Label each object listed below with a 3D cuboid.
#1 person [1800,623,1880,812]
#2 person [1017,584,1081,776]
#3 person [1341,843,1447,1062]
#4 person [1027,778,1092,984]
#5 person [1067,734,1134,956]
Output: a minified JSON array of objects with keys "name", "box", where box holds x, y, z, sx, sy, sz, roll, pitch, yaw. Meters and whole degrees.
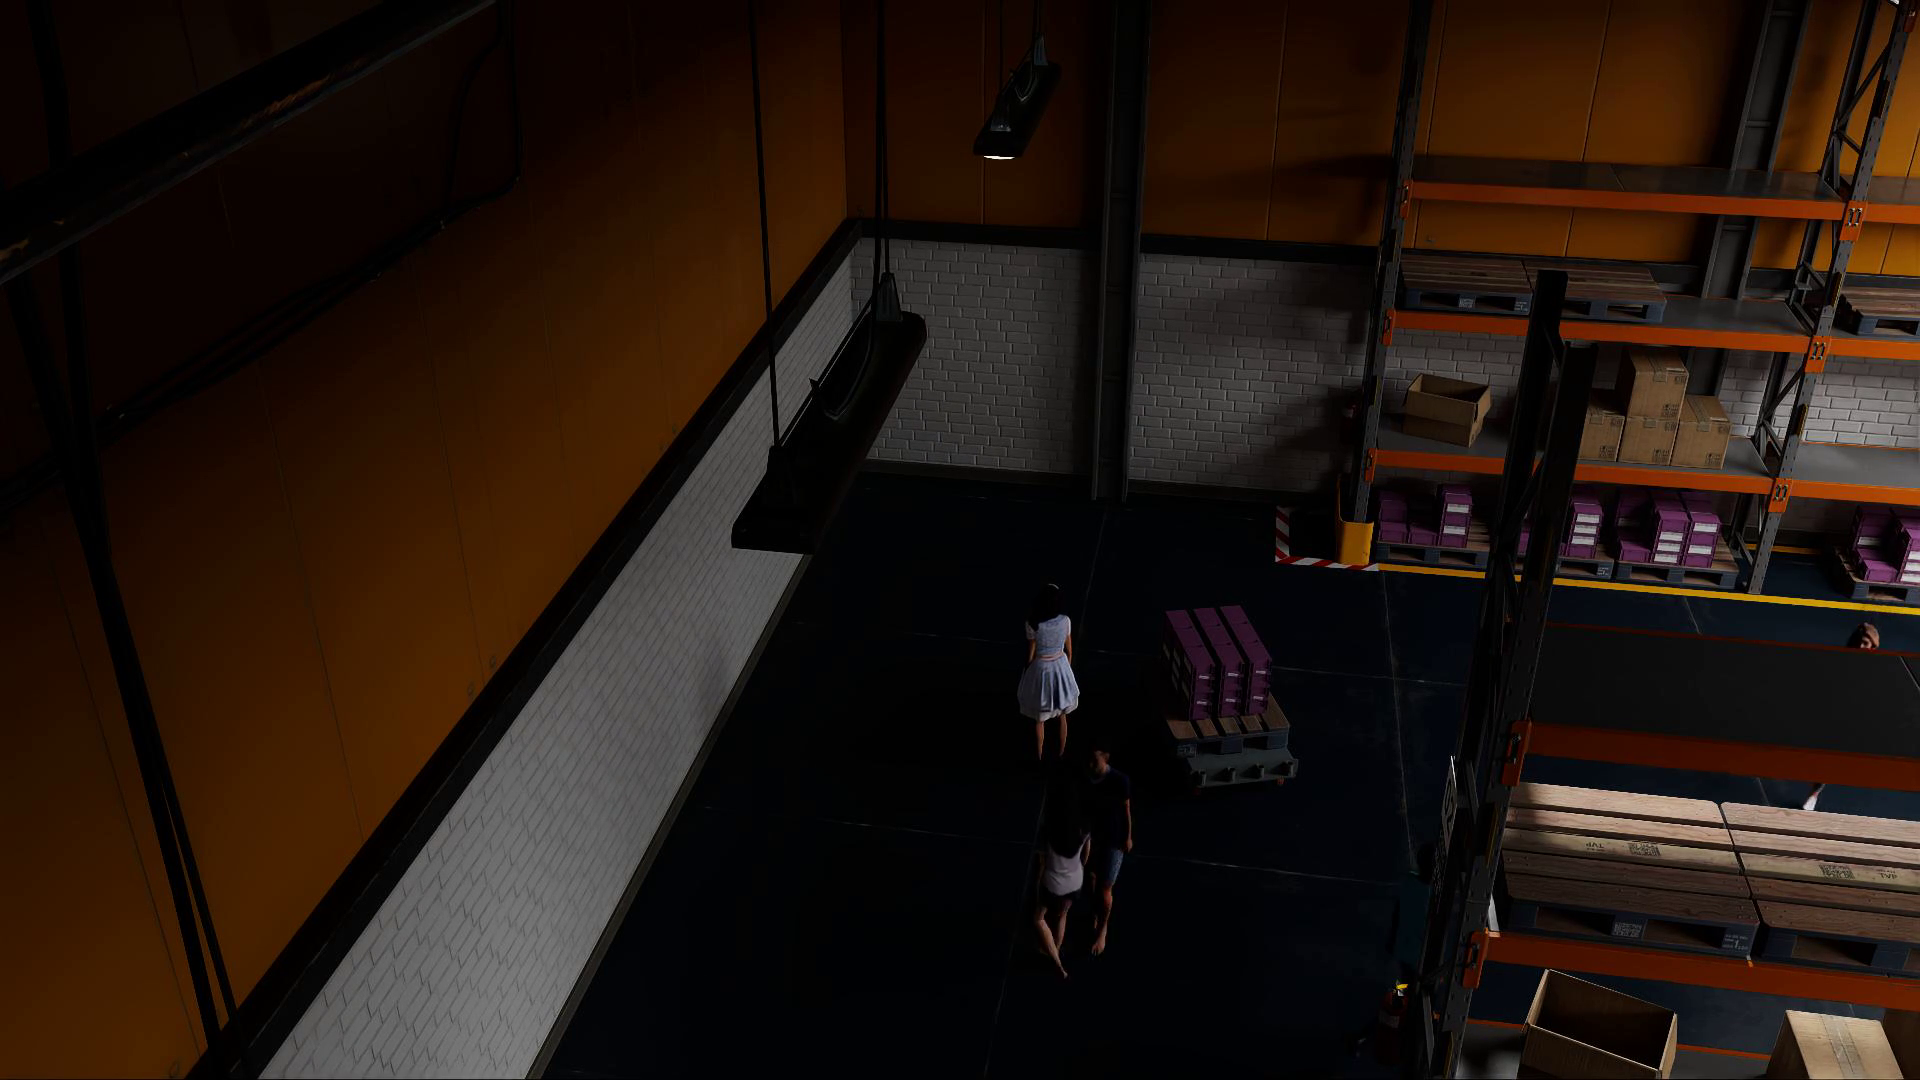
[{"name":"person","box":[7.265,1.389,13.713,1.151,1.673,1.039,21,35,34]},{"name":"person","box":[0.740,1.173,13.957,0.781,1.818,0.865,-5,29,-9]},{"name":"person","box":[2.956,2.795,11.063,1.168,1.742,0.923,-8,30,-15]},{"name":"person","box":[0.729,2.458,11.733,0.844,1.692,0.882,-14,32,-24]},{"name":"person","box":[1.051,2.127,12.198,0.731,1.827,0.804,13,31,22]}]
